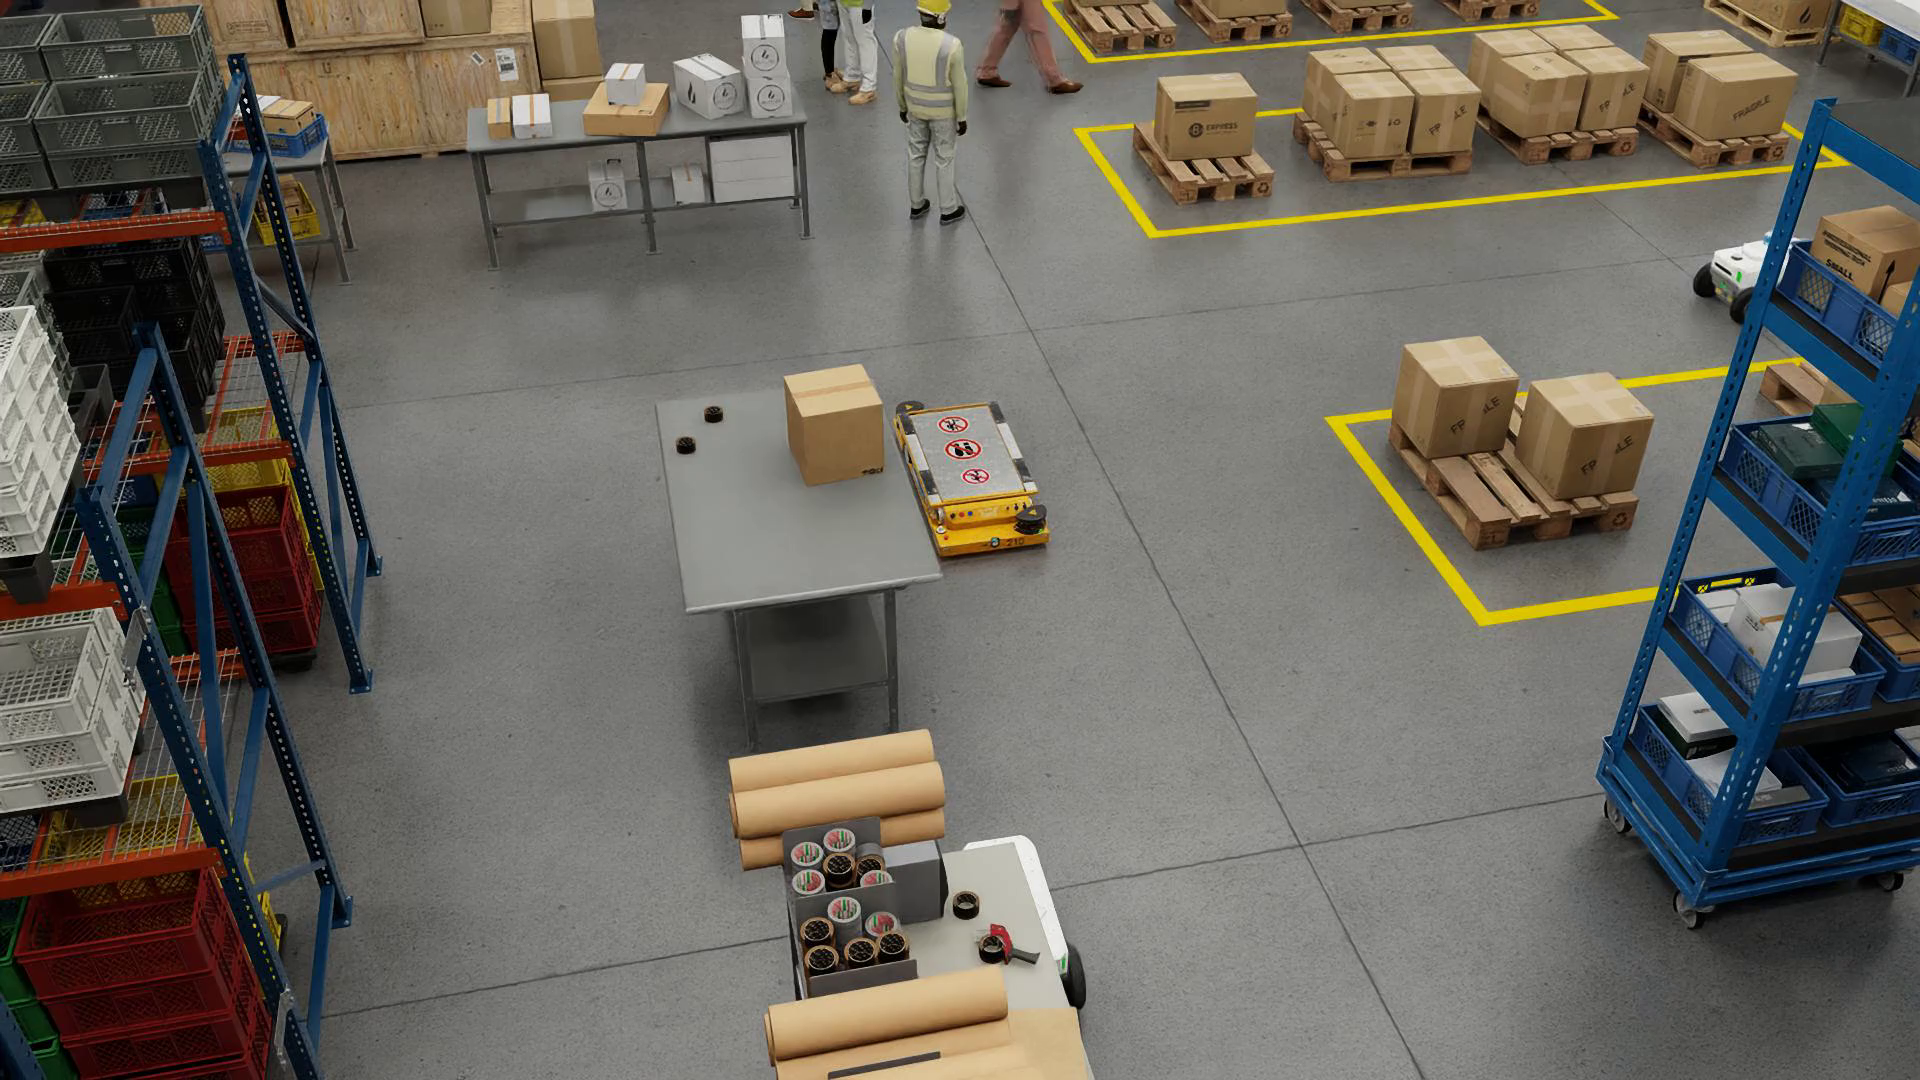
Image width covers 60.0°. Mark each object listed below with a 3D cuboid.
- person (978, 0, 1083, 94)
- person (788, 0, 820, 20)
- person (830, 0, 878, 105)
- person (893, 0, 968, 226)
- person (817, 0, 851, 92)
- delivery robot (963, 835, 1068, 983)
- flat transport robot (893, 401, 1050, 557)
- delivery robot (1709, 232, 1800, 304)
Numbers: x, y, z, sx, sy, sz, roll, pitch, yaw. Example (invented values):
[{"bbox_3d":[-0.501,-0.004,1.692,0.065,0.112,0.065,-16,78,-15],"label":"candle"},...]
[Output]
[{"bbox_3d":[0.611,-4.882,14.779,0.979,1.849,0.643,2,37,3],"label":"person"},{"bbox_3d":[-1.535,-6.101,16.397,0.328,1.877,0.511,24,43,29],"label":"person"},{"bbox_3d":[-0.940,-4.783,14.653,0.429,1.844,0.622,-20,41,-25],"label":"person"},{"bbox_3d":[-0.204,-3.304,12.674,0.603,1.829,0.404,17,40,21],"label":"person"},{"bbox_3d":[-1.151,-4.906,14.937,0.318,1.697,0.534,-3,37,-4],"label":"person"},{"bbox_3d":[0.221,1.590,7.081,0.477,0.478,0.707,-7,37,-9],"label":"delivery robot"},{"bbox_3d":[0.046,-0.430,10.108,0.652,0.197,1.431,-8,37,-10],"label":"flat transport robot"},{"bbox_3d":[5.727,-1.958,11.843,0.707,0.478,0.477,-10,38,-14],"label":"delivery robot"}]
